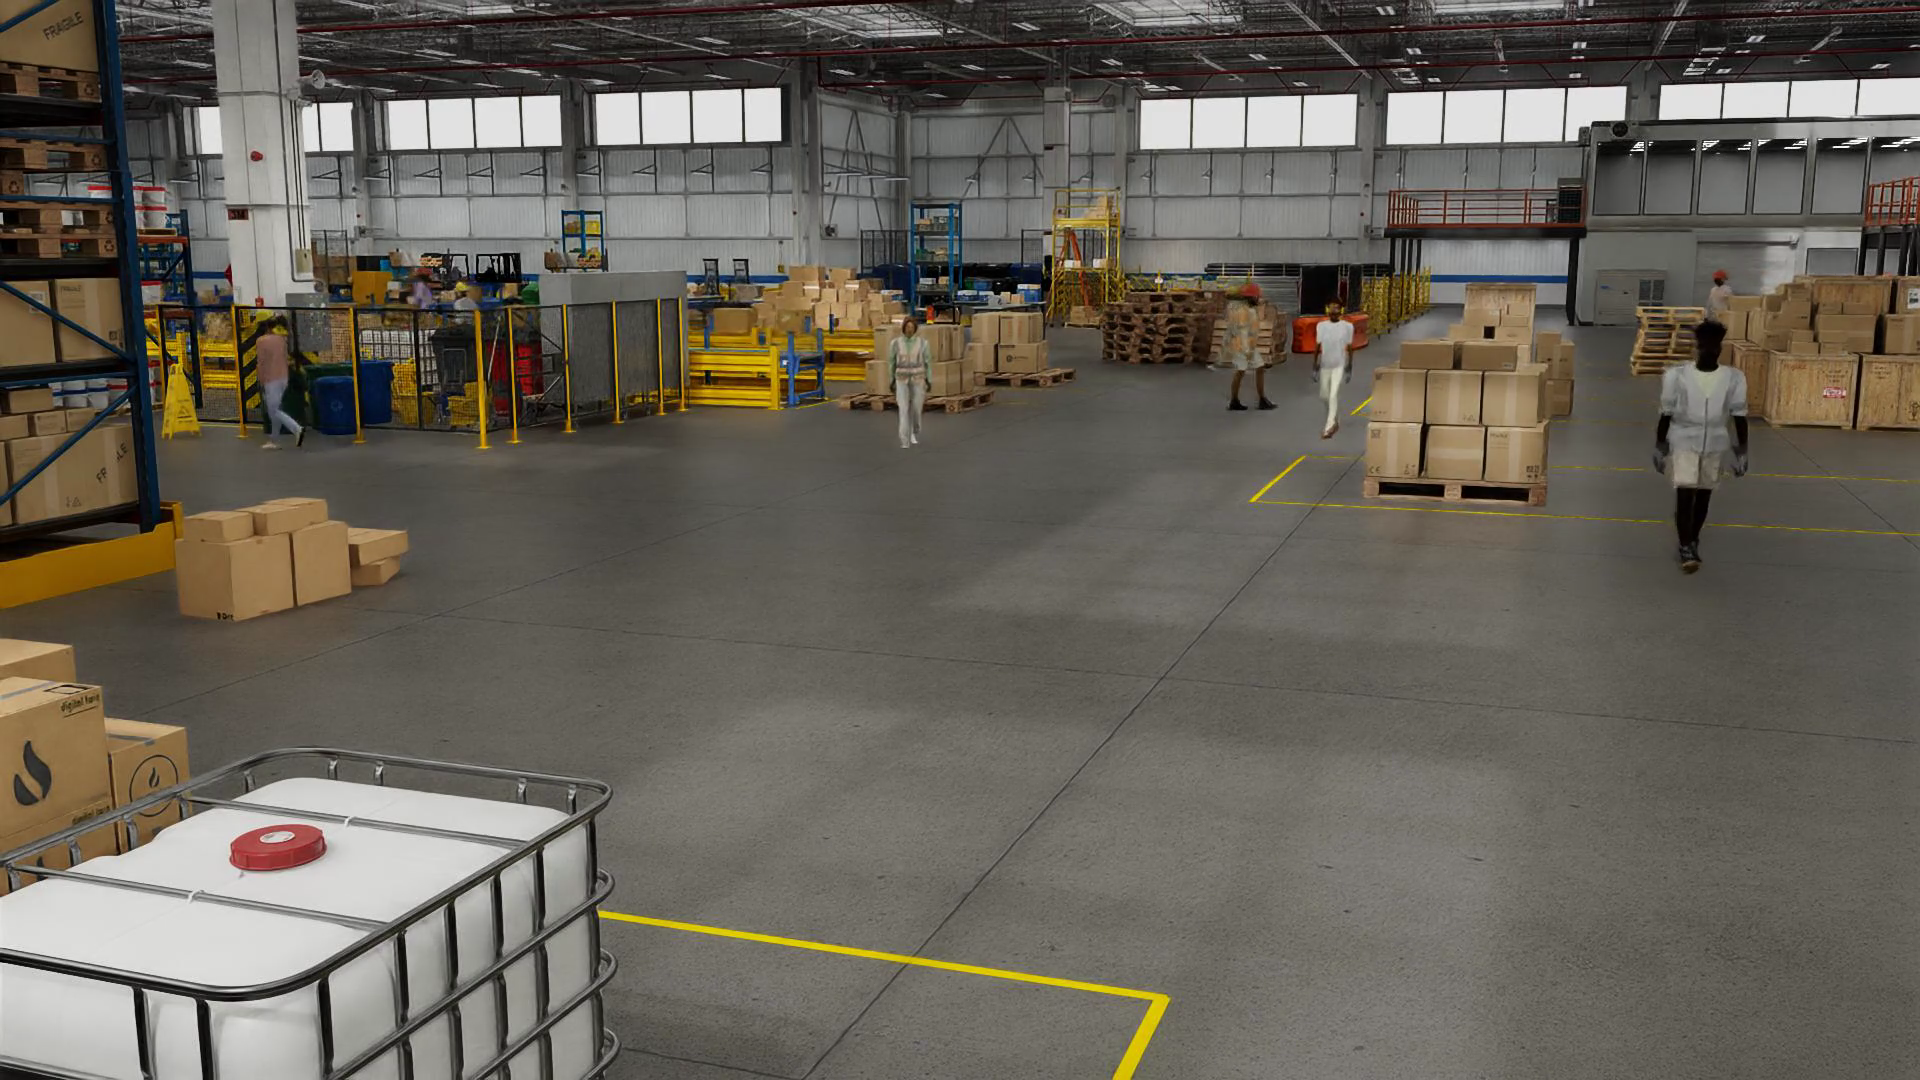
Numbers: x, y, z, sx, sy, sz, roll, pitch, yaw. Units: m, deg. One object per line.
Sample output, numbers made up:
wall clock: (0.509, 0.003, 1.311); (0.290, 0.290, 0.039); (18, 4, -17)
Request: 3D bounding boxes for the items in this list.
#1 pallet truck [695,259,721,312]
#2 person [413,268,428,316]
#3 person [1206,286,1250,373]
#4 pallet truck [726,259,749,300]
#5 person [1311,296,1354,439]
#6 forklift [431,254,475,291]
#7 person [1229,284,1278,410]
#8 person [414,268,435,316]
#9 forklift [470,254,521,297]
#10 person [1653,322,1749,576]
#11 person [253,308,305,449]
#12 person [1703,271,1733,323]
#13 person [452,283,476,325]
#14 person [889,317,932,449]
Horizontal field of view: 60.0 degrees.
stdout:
pallet truck: (-9.165, -9.627, 62.776); (0.823, 1.965, 1.885); (4, 11, 23)
person: (-13.403, -5.813, 41.474); (0.361, 1.935, 0.544); (-10, 14, -44)
person: (5.320, -4.125, 32.645); (0.909, 1.695, 0.492); (8, 13, 40)
pallet truck: (-7.986, -9.493, 62.019); (0.823, 1.965, 1.885); (3, 11, 17)
person: (4.859, -2.256, 21.669); (0.532, 1.853, 0.702); (5, 11, 28)
forklift: (-20.133, -10.254, 65.465); (1.157, 1.987, 2.680); (3, 11, 19)
person: (4.438, -2.879, 25.033); (0.860, 1.903, 0.555); (8, 13, 37)
person: (-13.329, -5.702, 40.832); (1.167, 1.964, 0.639); (-1, 10, -4)
forklift: (-17.990, -10.121, 64.684); (1.157, 1.987, 2.680); (3, 11, 17)
person: (5.678, -0.697, 12.720); (0.624, 1.915, 0.969); (2, 10, 10)
person: (-8.298, -1.944, 20.243); (0.676, 1.740, 0.524); (3, 10, 16)
person: (16.197, -4.789, 35.677); (1.023, 1.939, 0.664); (-2, 10, -13)
person: (-9.318, -3.887, 31.024); (0.910, 1.784, 0.626); (4, 11, 22)
person: (-0.620, -1.964, 20.666); (0.534, 1.622, 0.611); (0, 10, -2)
